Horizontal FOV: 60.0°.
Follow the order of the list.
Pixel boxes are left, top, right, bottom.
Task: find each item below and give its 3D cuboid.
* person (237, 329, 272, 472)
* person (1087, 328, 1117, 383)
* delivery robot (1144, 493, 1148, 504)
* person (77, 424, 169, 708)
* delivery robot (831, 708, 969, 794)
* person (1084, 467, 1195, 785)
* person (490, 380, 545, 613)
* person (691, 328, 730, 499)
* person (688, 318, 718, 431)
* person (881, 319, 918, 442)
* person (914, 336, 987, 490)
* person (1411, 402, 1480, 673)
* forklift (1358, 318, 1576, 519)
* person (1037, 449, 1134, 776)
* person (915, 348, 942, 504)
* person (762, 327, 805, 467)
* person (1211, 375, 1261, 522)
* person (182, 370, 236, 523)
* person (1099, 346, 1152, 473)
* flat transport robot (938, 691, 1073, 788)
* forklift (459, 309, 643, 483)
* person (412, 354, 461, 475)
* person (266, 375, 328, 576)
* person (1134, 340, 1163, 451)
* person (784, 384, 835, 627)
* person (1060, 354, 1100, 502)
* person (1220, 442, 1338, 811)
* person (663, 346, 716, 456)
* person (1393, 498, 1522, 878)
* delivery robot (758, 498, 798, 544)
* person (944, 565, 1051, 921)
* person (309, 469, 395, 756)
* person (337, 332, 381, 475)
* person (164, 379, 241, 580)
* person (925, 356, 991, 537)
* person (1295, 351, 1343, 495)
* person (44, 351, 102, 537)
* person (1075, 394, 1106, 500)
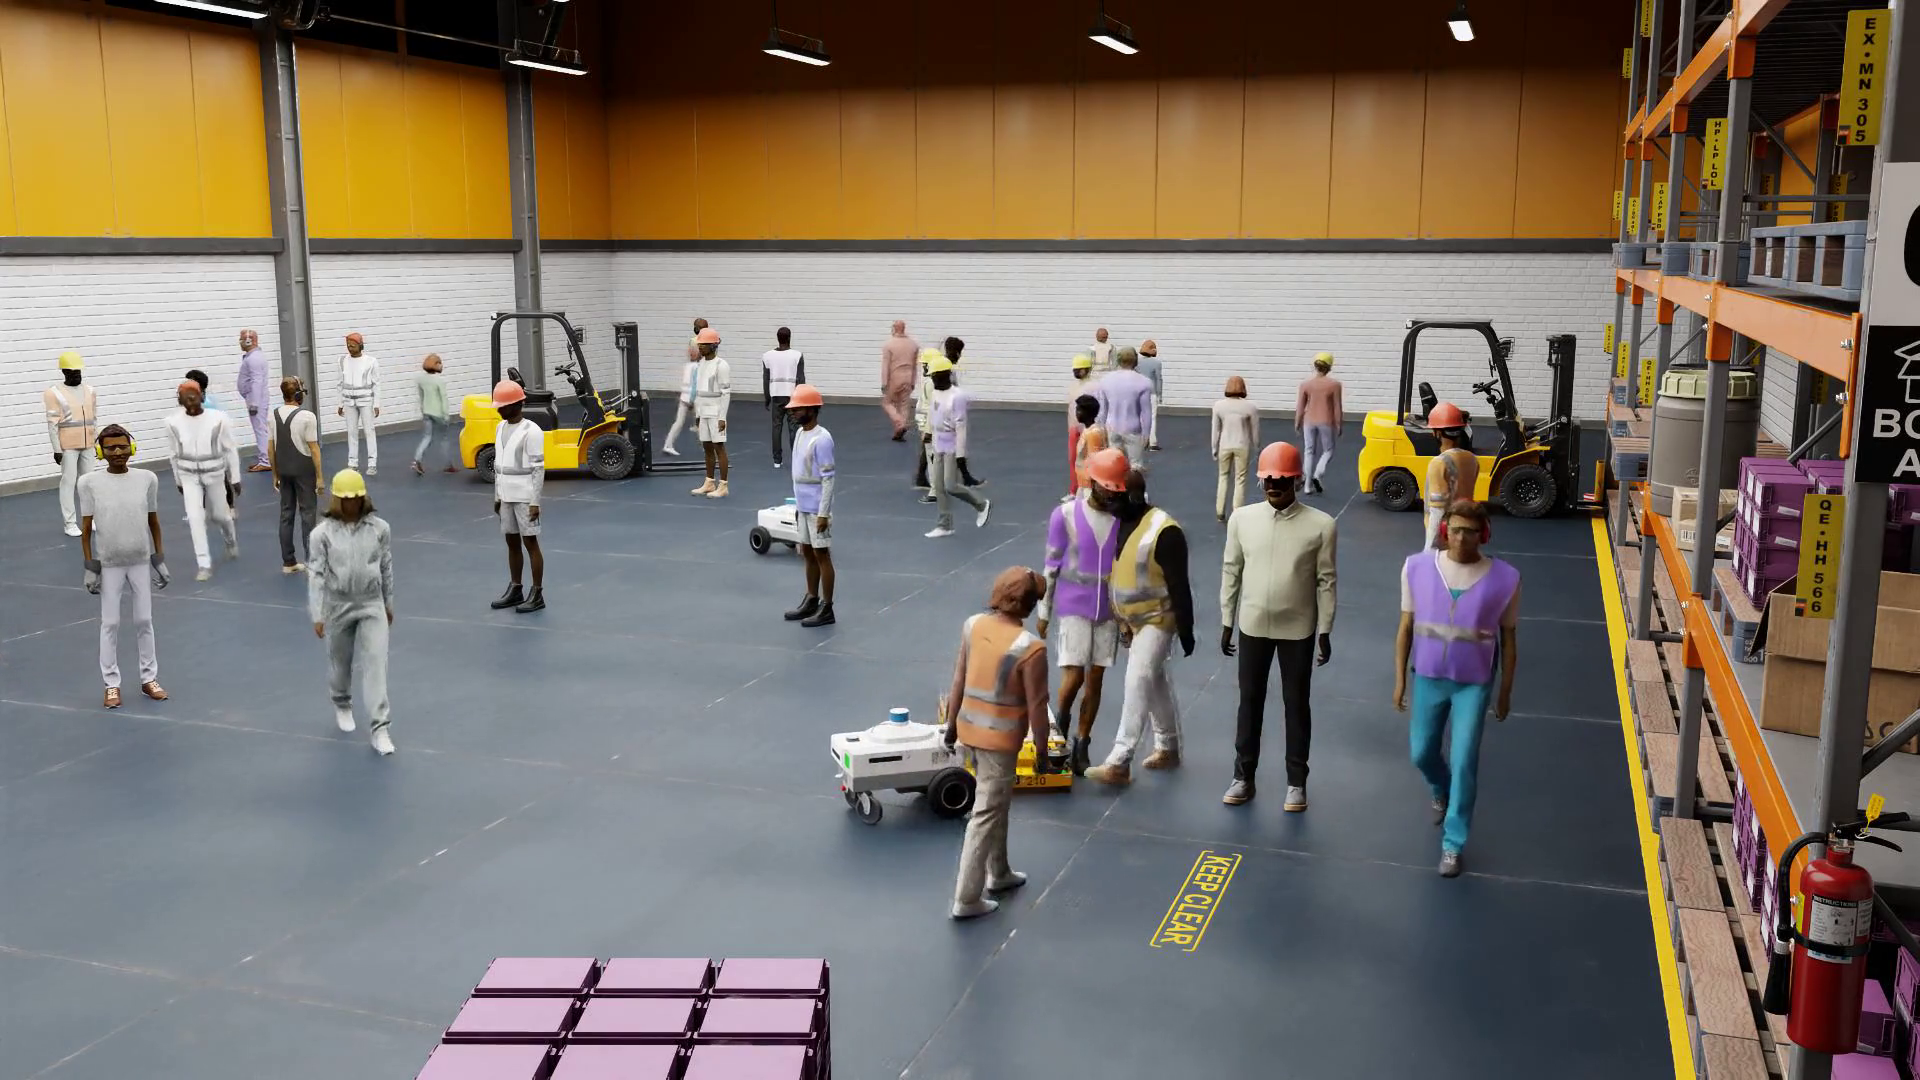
[{"bbox_3d":[-9.465,-1.865,22.302,0.399,1.908,0.643,-3,11,-16],"label":"person"},{"bbox_3d":[2.383,-2.744,28.005,0.525,1.639,0.307,0,10,-1],"label":"person"},{"bbox_3d":[1.652,-0.367,17.406,0.477,0.478,0.707,10,14,43],"label":"delivery robot"},{"bbox_3d":[-5.516,0.161,10.992,0.511,1.872,0.329,-8,13,-39],"label":"person"},{"bbox_3d":[-0.325,1.143,8.900,0.707,0.478,0.477,-3,11,-17],"label":"delivery robot"},{"bbox_3d":[0.985,0.482,9.438,0.890,1.795,0.655,-6,12,-31],"label":"person"},{"bbox_3d":[-3.676,-0.359,13.760,0.543,1.928,0.374,7,12,35],"label":"person"},{"bbox_3d":[-2.998,-1.519,19.964,0.377,2.045,0.605,-9,13,-41],"label":"person"},{"bbox_3d":[-4.214,-2.693,27.143,0.429,1.846,0.625,5,11,27],"label":"person"},{"bbox_3d":[-0.956,-2.447,25.605,0.675,1.892,0.419,-8,13,-36],"label":"person"},{"bbox_3d":[-0.111,-1.560,20.585,1.002,1.897,0.664,-4,11,-20],"label":"person"},{"bbox_3d":[3.409,-0.003,11.738,0.373,1.932,0.549,10,14,44],"label":"person"},{"bbox_3d":[5.787,-1.437,19.079,2.313,2.155,1.214,3,11,19],"label":"forklift"},{"bbox_3d":[0.756,0.417,9.468,0.596,1.896,0.473,-2,10,-10],"label":"person"},{"bbox_3d":[-0.321,-1.337,19.534,0.404,1.830,0.602,2,10,12],"label":"person"},{"bbox_3d":[-2.394,-1.941,22.696,0.587,1.920,0.394,2,10,10],"label":"person"},{"bbox_3d":[3.003,-0.982,18.112,0.514,1.630,0.350,4,11,23],"label":"person"},{"bbox_3d":[-8.301,-1.023,18.213,0.658,1.667,0.538,-2,10,-11],"label":"person"},{"bbox_3d":[1.820,-1.191,18.491,0.631,1.923,0.544,5,11,25],"label":"person"},{"bbox_3d":[0.244,1.159,9.875,0.652,0.197,1.431,-1,10,-5],"label":"flat transport robot"},{"bbox_3d":[-5.354,-1.902,21.697,2.313,2.155,1.214,-2,10,-13],"label":"forklift"},{"bbox_3d":[-6.956,-1.652,21.948,0.510,1.610,0.697,5,11,27],"label":"person"},{"bbox_3d":[-6.074,-0.583,15.251,0.514,1.843,0.327,2,10,14],"label":"person"},{"bbox_3d":[2.772,-2.135,24.592,0.499,1.632,0.285,8,13,37],"label":"person"},{"bbox_3d":[-1.195,-0.275,13.257,0.377,1.938,0.547,-6,11,-28],"label":"person"},{"bbox_3d":[1.502,-1.334,19.728,0.656,1.747,0.531,-9,14,-42],"label":"person"},{"bbox_3d":[1.701,0.462,8.945,0.622,1.993,0.382,4,11,21],"label":"person"},{"bbox_3d":[-3.921,-2.011,24.071,0.928,1.568,0.521,-8,13,-37],"label":"person"},{"bbox_3d":[2.442,0.680,8.186,0.570,1.829,0.698,5,11,25],"label":"person"},{"bbox_3d":[-1.651,-0.170,16.295,0.707,0.478,0.477,9,14,42],"label":"delivery robot"},{"bbox_3d":[0.220,0.901,7.531,0.664,1.611,0.532,-8,13,-37],"label":"person"},{"bbox_3d":[-3.699,0.402,10.126,0.502,1.697,0.910,-6,12,-31],"label":"person"},{"bbox_3d":[-7.930,-1.789,21.930,0.573,1.887,0.355,1,10,4],"label":"person"},{"bbox_3d":[-6.968,-0.598,15.386,0.600,1.844,0.909,-3,10,-14],"label":"person"},{"bbox_3d":[-0.058,-0.973,17.328,0.644,1.897,0.592,-7,12,-34],"label":"person"},{"bbox_3d":[4.346,-1.409,20.169,0.607,1.745,0.408,5,11,27],"label":"person"},{"bbox_3d":[-9.244,-1.008,17.418,0.370,1.927,0.588,4,11,21],"label":"person"},{"bbox_3d":[1.318,-0.532,15.463,0.740,1.670,0.541,0,10,-2],"label":"person"}]
